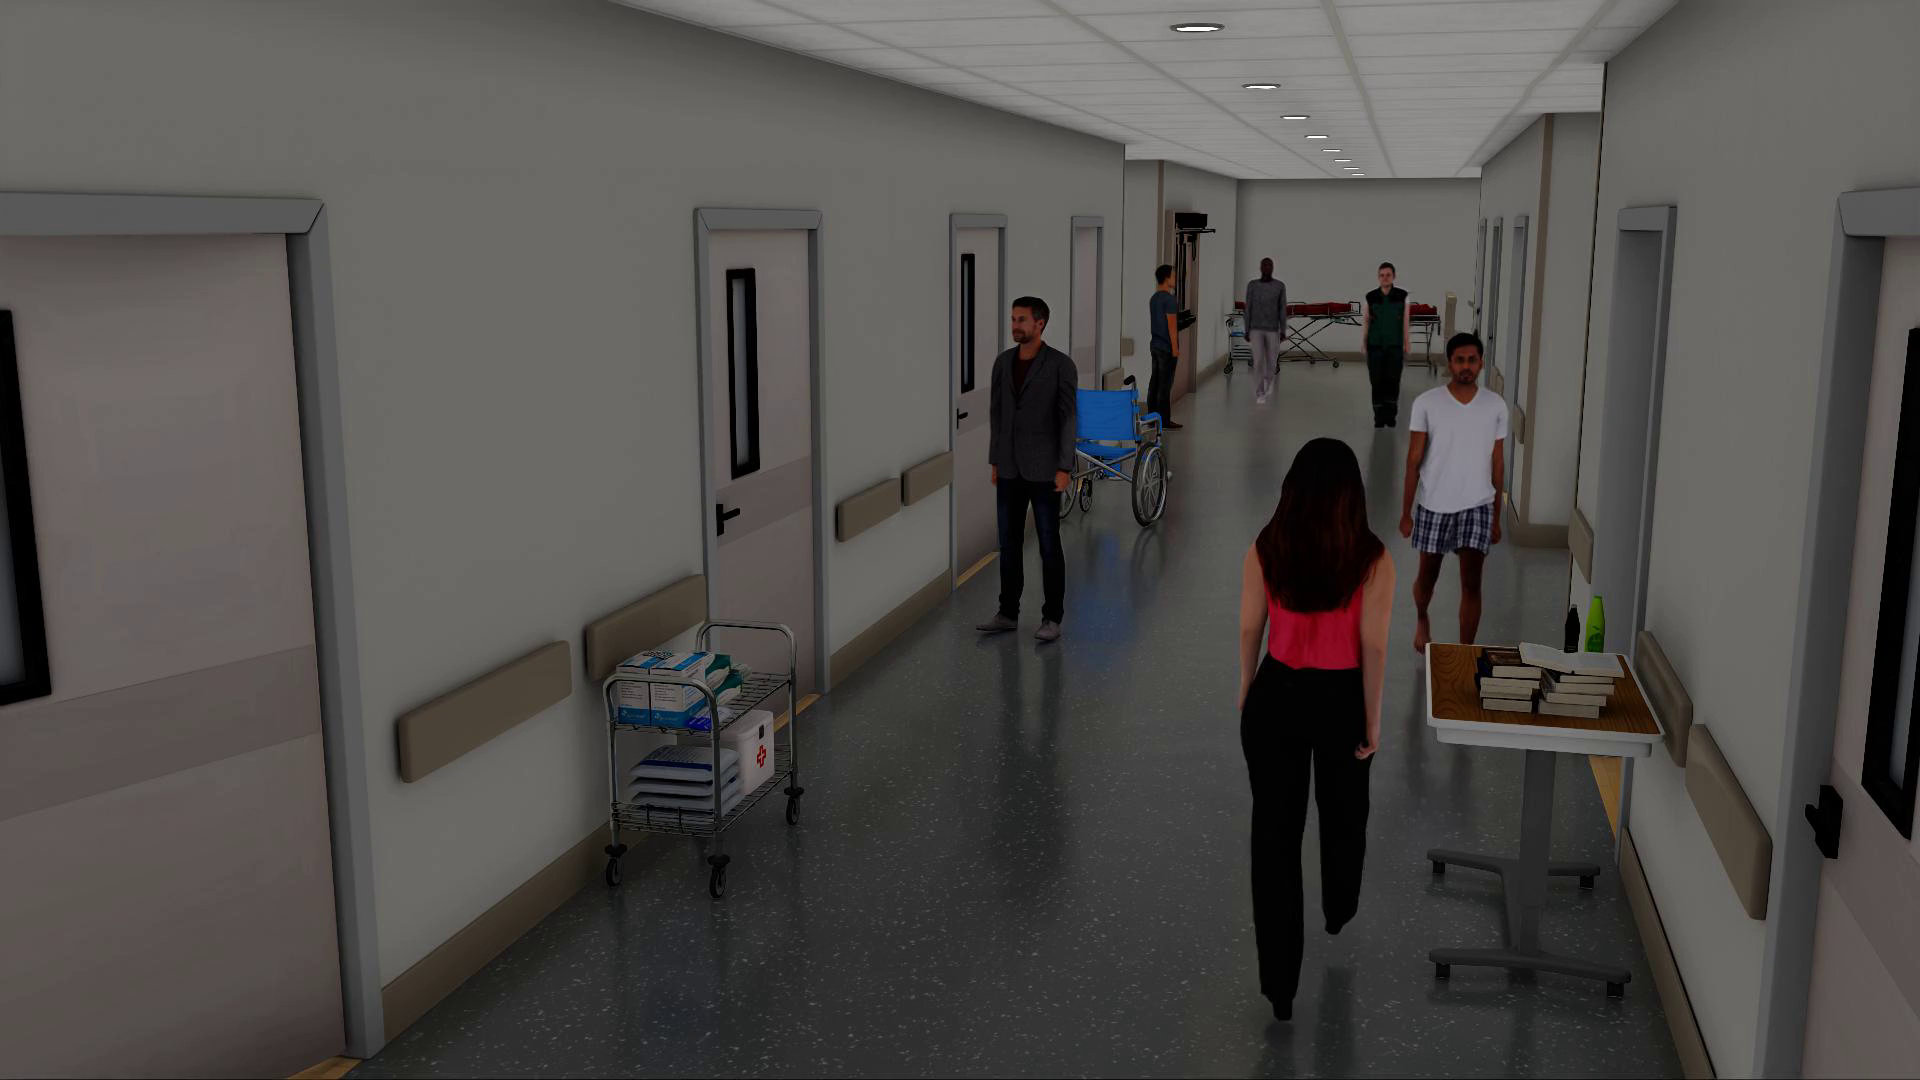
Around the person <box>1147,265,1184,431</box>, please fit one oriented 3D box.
[{"bbox_3d":[2.252,-2.136,18.421,0.794,1.810,0.687,-4,11,-19],"label":"person"}]

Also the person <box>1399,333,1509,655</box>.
[{"bbox_3d":[2.457,-0.165,8.317,0.697,1.704,1.066,2,11,11],"label":"person"}]

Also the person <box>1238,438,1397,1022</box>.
[{"bbox_3d":[0.987,0.560,4.737,0.610,1.614,1.071,3,11,16],"label":"person"}]

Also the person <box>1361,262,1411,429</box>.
[{"bbox_3d":[4.717,-2.146,18.415,0.672,1.828,0.662,3,11,16],"label":"person"}]

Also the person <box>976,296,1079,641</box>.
[{"bbox_3d":[0.379,-0.396,9.085,0.755,1.873,0.705,7,13,32],"label":"person"}]

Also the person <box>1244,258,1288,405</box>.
[{"bbox_3d":[3.858,-2.645,21.068,0.733,1.824,0.969,2,11,10],"label":"person"}]
